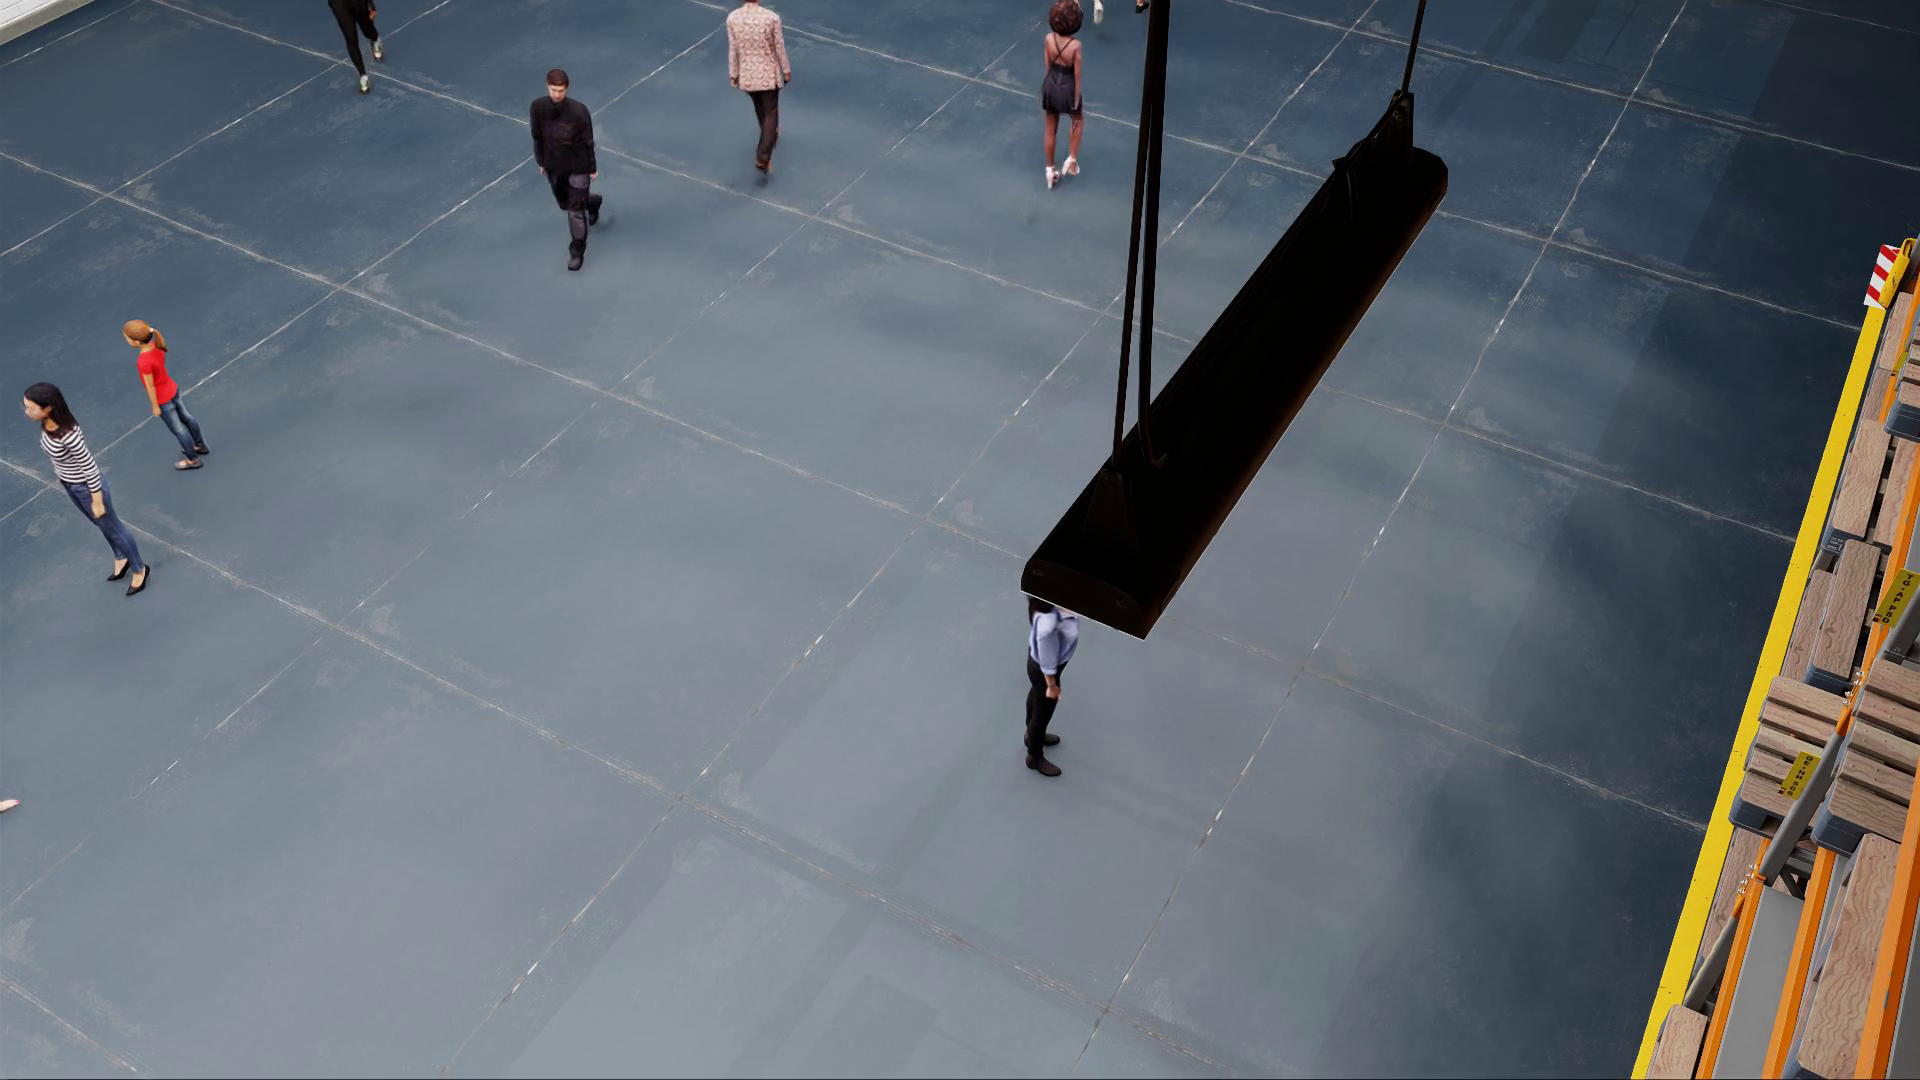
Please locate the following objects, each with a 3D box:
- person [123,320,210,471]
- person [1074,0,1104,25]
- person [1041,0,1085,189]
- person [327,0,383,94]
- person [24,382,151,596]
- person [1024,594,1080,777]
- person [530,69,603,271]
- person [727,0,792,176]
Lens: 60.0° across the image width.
[{"bbox_3d":[-5.924,-1.090,12.421,0.609,1.307,0.537,-4,44,-4],"label":"person"},{"bbox_3d":[1.328,-6.240,17.553,0.963,1.685,0.977,-17,46,-17],"label":"person"},{"bbox_3d":[0.890,-4.011,15.149,0.572,1.774,0.658,17,46,17],"label":"person"},{"bbox_3d":[-6.099,-5.444,16.645,1.034,1.785,1.104,-9,44,-9],"label":"person"},{"bbox_3d":[-5.923,-0.349,11.288,0.625,1.796,0.544,31,52,29],"label":"person"},{"bbox_3d":[0.524,0.759,10.164,0.789,1.744,0.664,1,44,1],"label":"person"},{"bbox_3d":[-3.333,-3.260,14.334,0.883,1.810,1.145,12,45,12],"label":"person"},{"bbox_3d":[-1.867,-4.255,15.398,0.944,1.783,1.262,9,44,10],"label":"person"}]
